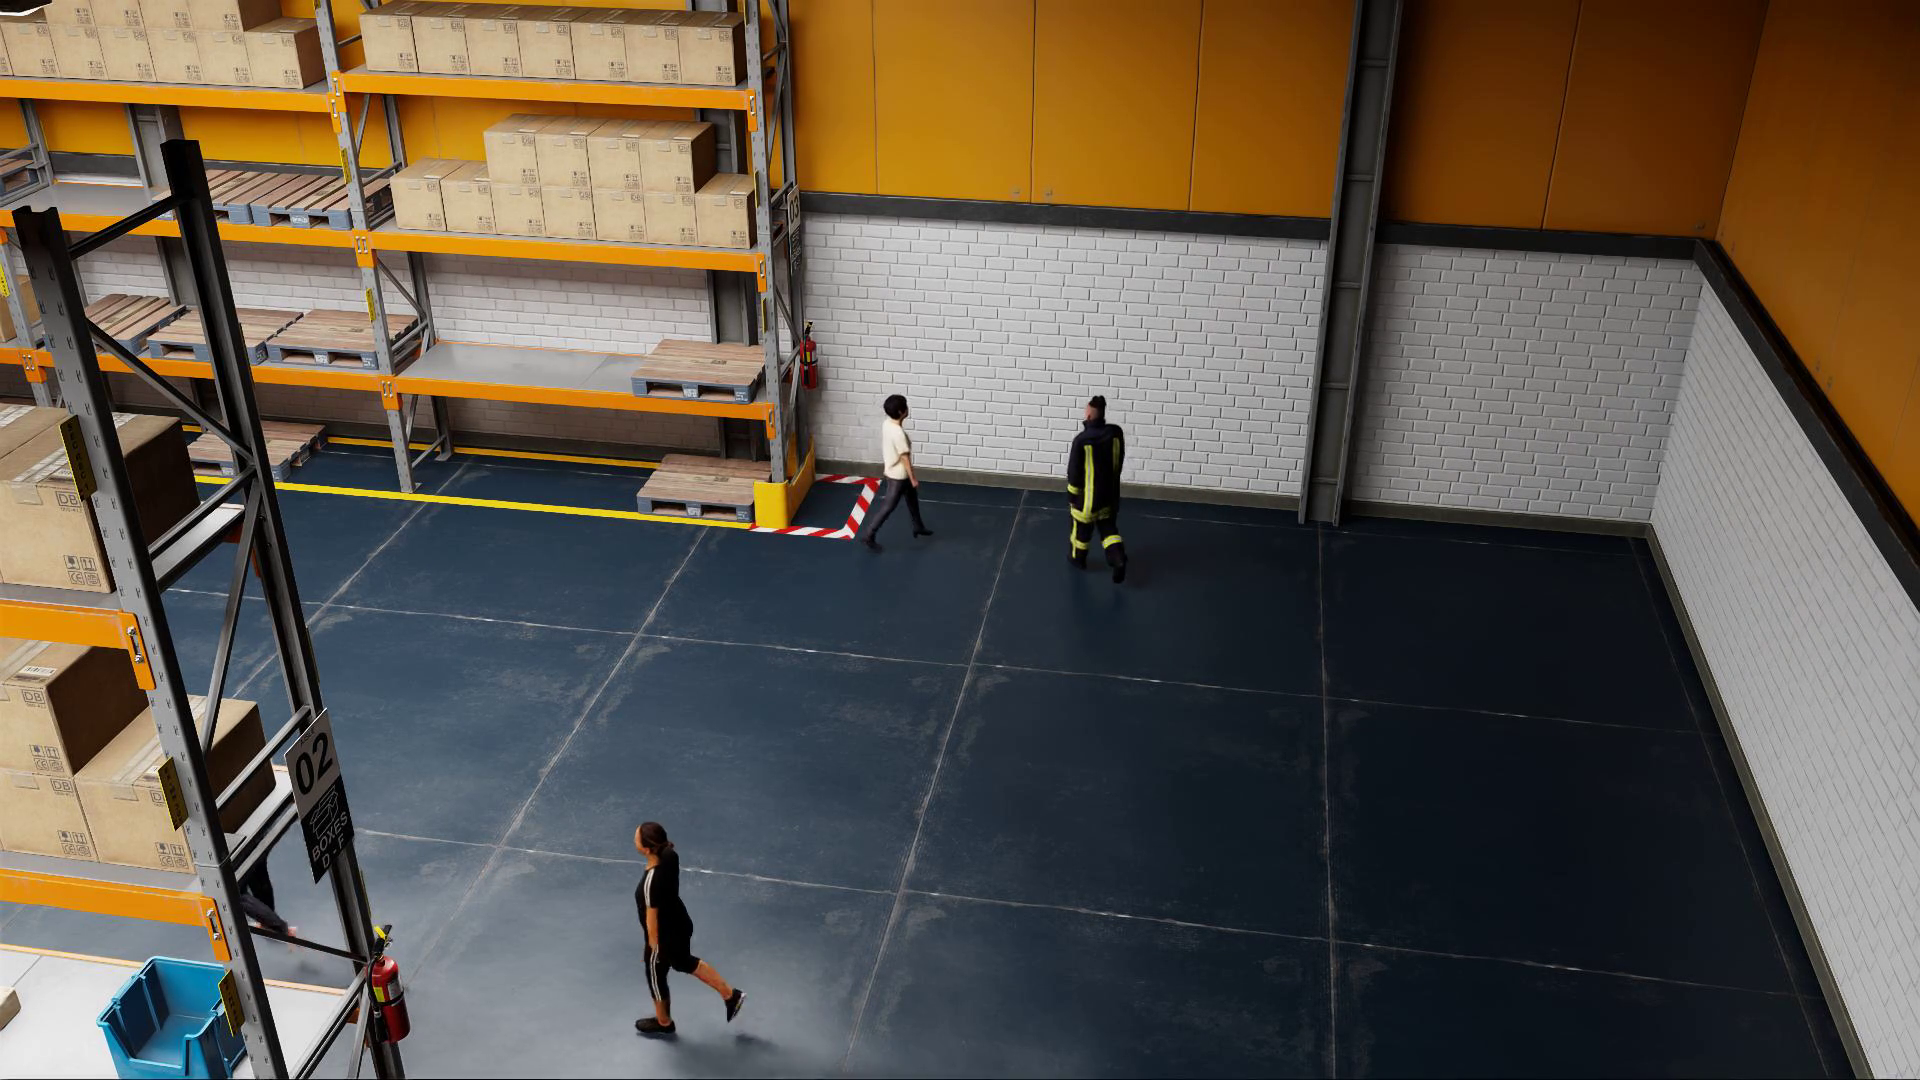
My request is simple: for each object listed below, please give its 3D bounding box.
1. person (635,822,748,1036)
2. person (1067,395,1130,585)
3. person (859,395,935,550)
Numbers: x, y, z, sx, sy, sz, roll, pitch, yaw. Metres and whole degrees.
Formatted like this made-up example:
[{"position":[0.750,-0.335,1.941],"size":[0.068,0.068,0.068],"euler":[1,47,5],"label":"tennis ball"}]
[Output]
[{"position":[-1.718,2.409,10.195],"size":[0.928,1.649,0.592],"euler":[6,29,11],"label":"person"},{"position":[1.282,-0.460,15.257],"size":[1.093,1.840,1.090],"euler":[-11,31,-20],"label":"person"},{"position":[-0.659,-0.604,15.822],"size":[1.092,1.550,0.872],"euler":[-8,30,-14],"label":"person"}]
